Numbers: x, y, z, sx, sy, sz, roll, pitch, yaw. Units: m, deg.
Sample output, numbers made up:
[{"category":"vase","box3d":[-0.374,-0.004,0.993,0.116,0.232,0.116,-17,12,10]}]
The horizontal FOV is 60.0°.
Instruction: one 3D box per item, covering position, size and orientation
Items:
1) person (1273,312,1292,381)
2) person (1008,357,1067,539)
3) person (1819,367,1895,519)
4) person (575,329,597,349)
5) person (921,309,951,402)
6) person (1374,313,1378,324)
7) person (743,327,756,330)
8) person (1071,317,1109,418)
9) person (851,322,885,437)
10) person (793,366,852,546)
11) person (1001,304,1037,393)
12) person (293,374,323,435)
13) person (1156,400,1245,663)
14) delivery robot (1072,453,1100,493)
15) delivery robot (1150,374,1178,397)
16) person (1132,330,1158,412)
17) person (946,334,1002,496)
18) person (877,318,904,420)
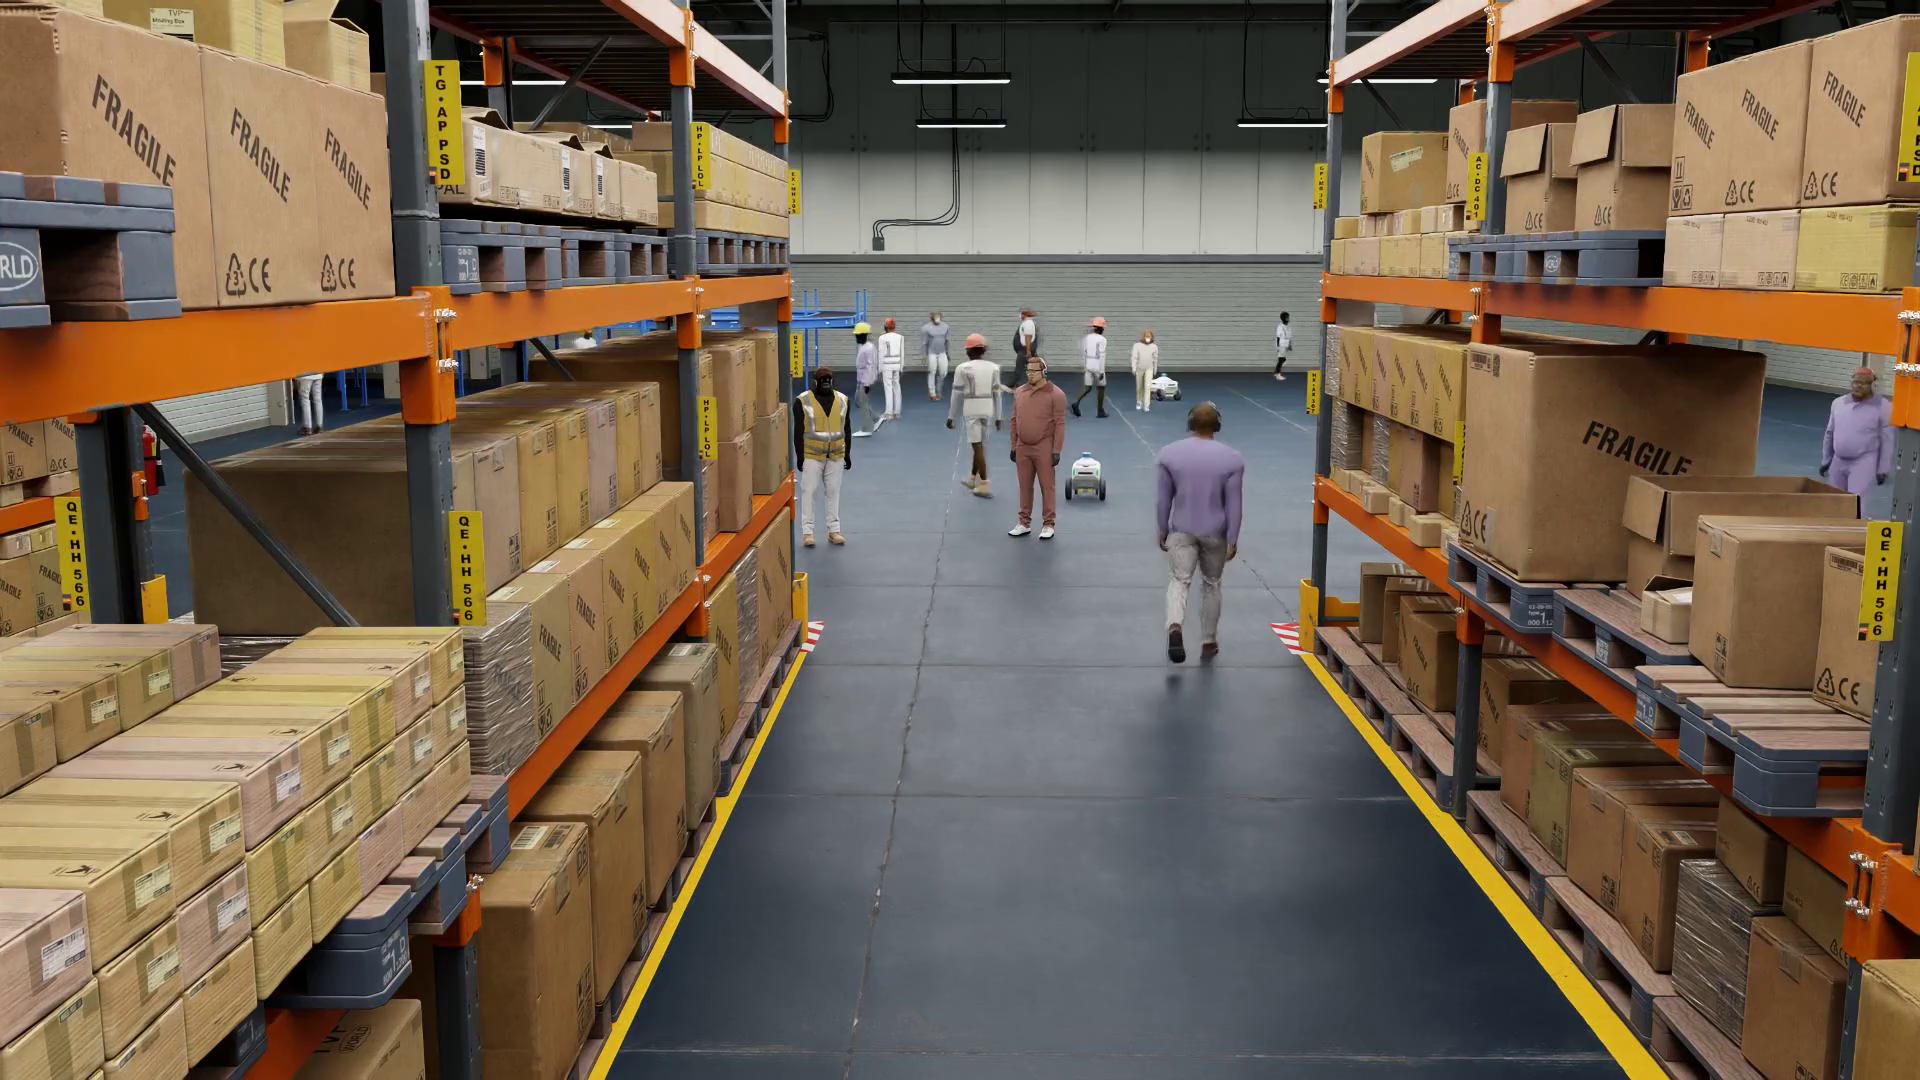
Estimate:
[{"category":"person","box3d":[7.943,-4.801,41.226,0.520,1.673,0.597,7,12,38]},{"category":"person","box3d":[0.798,-0.976,17.594,0.643,1.909,0.410,6,11,31]},{"category":"person","box3d":[8.881,-0.773,16.437,0.709,1.885,0.654,-5,11,-28]},{"category":"person","box3d":[-6.644,-3.018,30.062,0.919,1.823,0.536,5,11,26]},{"category":"person","box3d":[-0.499,-3.862,34.801,0.674,1.930,0.423,-4,10,-23]},{"category":"person","box3d":[10.648,-5.307,43.543,0.652,1.904,0.403,7,12,36]},{"category":"person","box3d":[-3.821,-3.060,30.283,0.563,1.838,0.390,0,9,1]},{"category":"person","box3d":[2.465,-3.222,31.100,0.860,1.903,0.558,-8,13,-41]},{"category":"person","box3d":[-1.563,-2.682,27.785,0.492,1.913,0.613,-2,10,-11]},{"category":"person","box3d":[-1.403,-0.870,17.150,0.624,1.845,0.430,-4,10,-23]},{"category":"person","box3d":[1.394,-4.267,37.031,0.986,2.000,0.693,2,10,11]},{"category":"person","box3d":[-11.032,-2.757,28.195,0.384,1.932,0.653,5,11,26]},{"category":"person","box3d":[1.723,-0.052,12.050,0.636,1.914,0.844,2,10,14]},{"category":"delivery robot","box3d":[1.571,-0.844,20.688,0.477,0.478,0.707,1,10,6]},{"category":"delivery robot","box3d":[4.322,-3.285,35.314,0.477,0.478,0.707,-4,10,-22]},{"category":"person","box3d":[3.627,-3.335,32.660,0.509,1.592,0.845,0,9,2]},{"category":"person","box3d":[0.144,-1.584,20.925,0.633,1.998,0.966,-6,11,-32]},{"category":"person","box3d":[-1.288,-3.185,30.892,0.582,1.882,0.341,-9,13,-43]}]
